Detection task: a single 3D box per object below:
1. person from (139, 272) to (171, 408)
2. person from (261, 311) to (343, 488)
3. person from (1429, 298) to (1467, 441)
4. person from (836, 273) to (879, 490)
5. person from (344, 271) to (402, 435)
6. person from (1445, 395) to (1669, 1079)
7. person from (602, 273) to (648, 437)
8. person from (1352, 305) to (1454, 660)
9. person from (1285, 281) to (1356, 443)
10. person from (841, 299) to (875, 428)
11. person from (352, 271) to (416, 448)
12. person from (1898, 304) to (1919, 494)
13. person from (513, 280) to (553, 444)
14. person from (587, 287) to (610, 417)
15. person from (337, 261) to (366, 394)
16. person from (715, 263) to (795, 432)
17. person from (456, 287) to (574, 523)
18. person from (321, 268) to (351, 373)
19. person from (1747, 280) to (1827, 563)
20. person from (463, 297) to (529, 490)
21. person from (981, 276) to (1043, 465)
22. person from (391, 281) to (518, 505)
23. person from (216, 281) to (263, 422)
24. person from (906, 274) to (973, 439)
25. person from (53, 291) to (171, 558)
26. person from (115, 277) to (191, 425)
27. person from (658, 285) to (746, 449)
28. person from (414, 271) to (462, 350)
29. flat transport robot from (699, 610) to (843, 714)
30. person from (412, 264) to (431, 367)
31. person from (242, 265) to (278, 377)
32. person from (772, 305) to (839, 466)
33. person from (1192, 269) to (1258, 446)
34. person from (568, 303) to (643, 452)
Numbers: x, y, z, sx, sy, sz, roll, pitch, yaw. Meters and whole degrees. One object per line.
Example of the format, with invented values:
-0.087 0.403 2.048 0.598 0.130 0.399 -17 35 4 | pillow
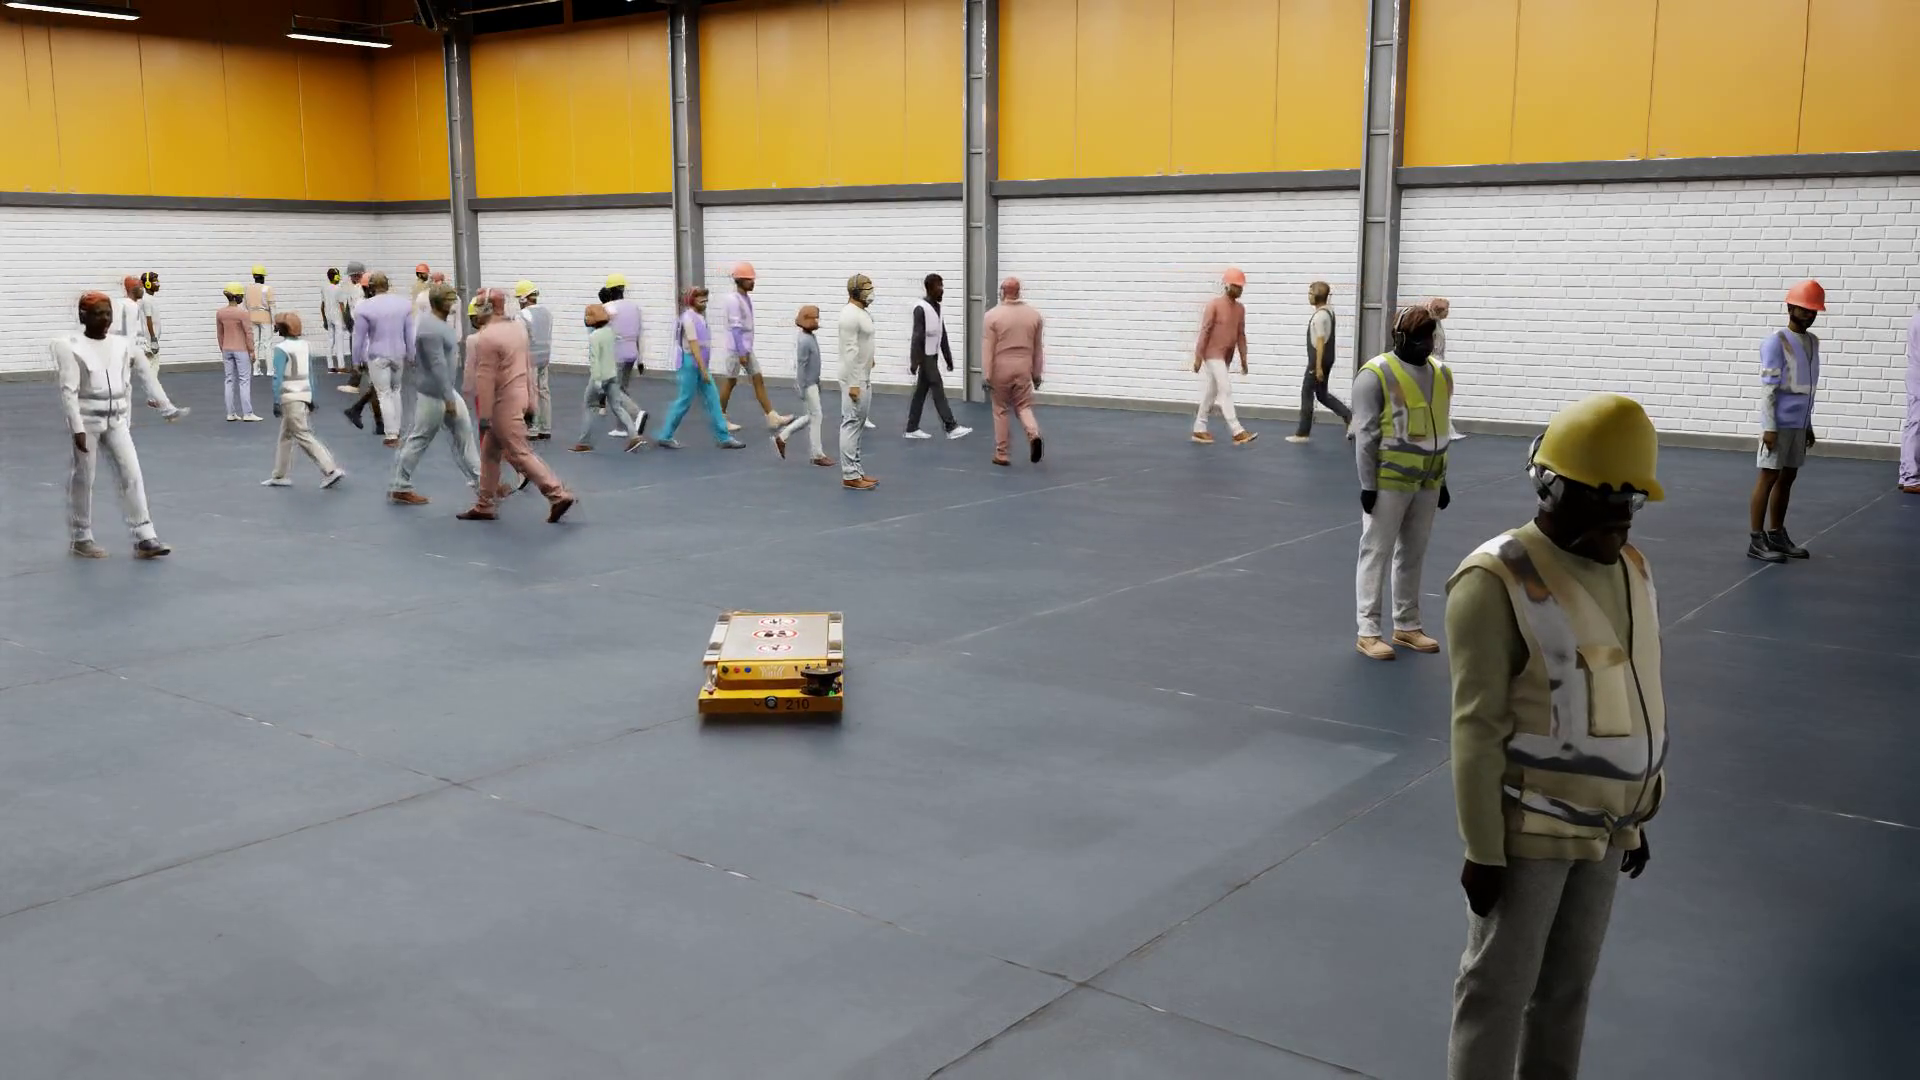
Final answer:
-11.103 -2.752 22.921 0.323 1.871 0.530 -5 11 -27 | person
-5.970 -1.261 15.006 0.816 1.604 0.522 1 10 6 | person
5.419 -1.904 18.732 0.780 1.603 0.532 4 11 22 | person
-0.920 -1.423 14.982 0.370 1.940 0.627 1 10 6 | person
-6.920 -2.176 19.426 0.621 1.916 0.555 1 10 4 | person
1.286 0.598 3.564 0.588 1.822 0.403 -7 12 -35 | person
-3.817 -2.094 19.011 0.719 1.897 0.603 7 12 35 | person
2.346 -0.304 8.755 0.624 1.845 0.430 -5 11 -28 | person
4.060 -1.965 18.485 0.783 1.826 0.520 5 11 29 | person
-1.238 -2.217 20.172 0.487 1.746 0.287 -7 12 -36 | person
-6.378 -1.982 18.265 0.661 1.923 0.673 -10 14 -44 | person
8.558 -1.356 14.689 0.408 1.909 0.638 4 11 24 | person
-4.794 -1.986 18.599 0.403 1.825 0.586 4 11 22 | person
-4.559 -2.436 21.585 0.536 1.696 0.322 -1 10 -8 | person
-9.126 -3.252 25.336 0.613 2.000 0.774 1 10 6 | person
-2.470 -2.262 19.677 1.021 1.996 0.639 2 10 12 | person
-3.518 -1.054 13.057 0.969 1.865 0.641 1 10 6 | person
-11.115 -3.894 29.586 0.535 1.864 0.309 4 11 22 | person
5.721 -0.812 11.454 0.542 1.931 0.376 -6 11 -31 | person
-4.159 -1.306 14.904 0.772 1.744 0.514 3 10 18 | person
0.535 -1.661 16.505 0.650 1.893 0.622 -4 11 -24 | person
-4.327 -1.215 13.959 1.059 1.881 0.647 0 10 -2 | person
-9.124 -2.373 21.018 0.530 1.768 0.312 3 10 18 | person
-0.226 -2.077 18.952 0.938 1.876 0.624 4 10 20 | person
-5.863 -0.769 11.449 0.915 1.847 0.594 5 11 29 | person
-10.151 -2.327 20.552 1.020 1.823 0.568 -9 13 -43 | person
-2.846 -1.843 17.920 0.957 1.781 0.597 2 10 11 | person
-7.421 -2.895 23.723 0.655 1.882 0.742 -9 13 -41 | person
-0.904 0.574 8.210 0.652 0.197 1.431 -1 10 -4 | flat transport robot
-10.072 -4.206 31.207 0.381 1.931 0.548 -5 11 -26 | person
-12.088 -3.787 28.783 0.595 1.923 0.374 1 10 8 | person
-1.550 -1.540 16.592 0.611 1.616 0.507 0 10 2 | person
2.981 -2.004 18.360 1.052 1.933 0.642 9 13 43 | person
-3.771 -1.721 17.701 0.805 1.594 0.483 4 10 21 | person
